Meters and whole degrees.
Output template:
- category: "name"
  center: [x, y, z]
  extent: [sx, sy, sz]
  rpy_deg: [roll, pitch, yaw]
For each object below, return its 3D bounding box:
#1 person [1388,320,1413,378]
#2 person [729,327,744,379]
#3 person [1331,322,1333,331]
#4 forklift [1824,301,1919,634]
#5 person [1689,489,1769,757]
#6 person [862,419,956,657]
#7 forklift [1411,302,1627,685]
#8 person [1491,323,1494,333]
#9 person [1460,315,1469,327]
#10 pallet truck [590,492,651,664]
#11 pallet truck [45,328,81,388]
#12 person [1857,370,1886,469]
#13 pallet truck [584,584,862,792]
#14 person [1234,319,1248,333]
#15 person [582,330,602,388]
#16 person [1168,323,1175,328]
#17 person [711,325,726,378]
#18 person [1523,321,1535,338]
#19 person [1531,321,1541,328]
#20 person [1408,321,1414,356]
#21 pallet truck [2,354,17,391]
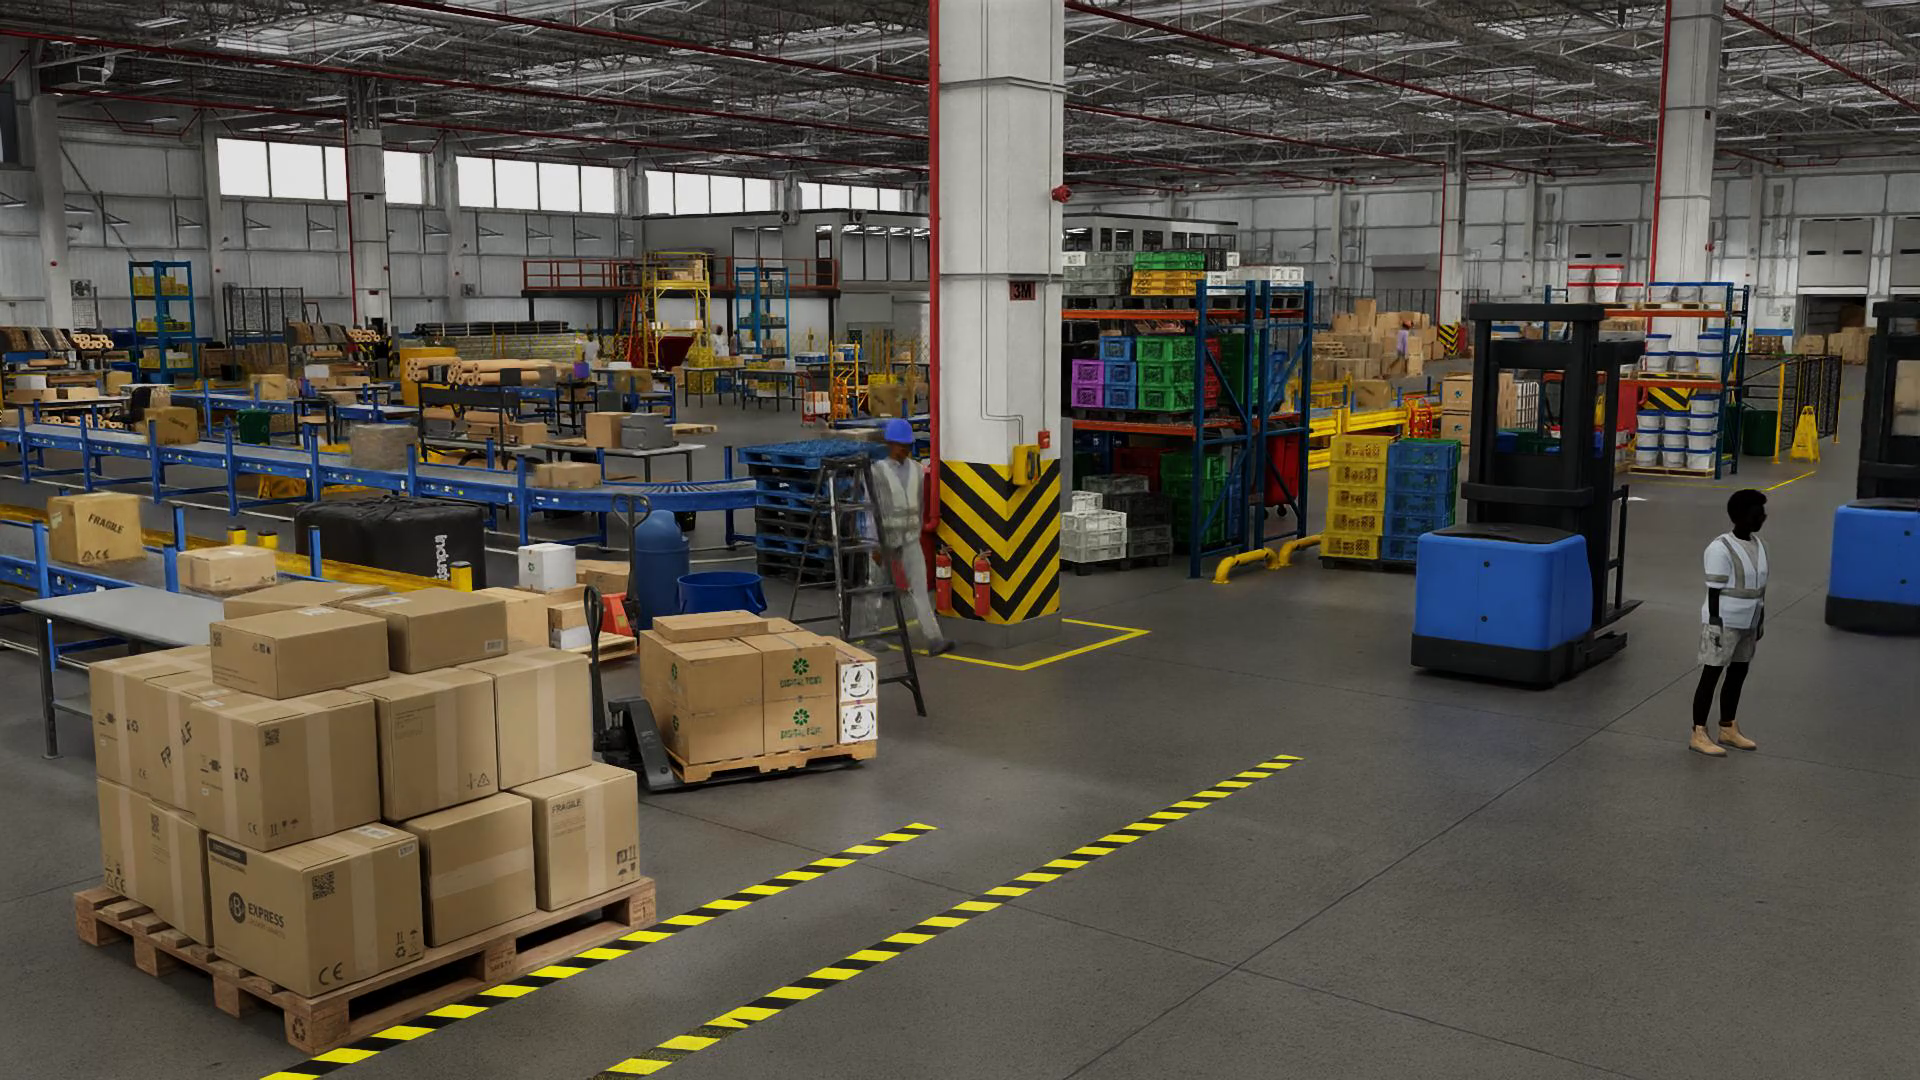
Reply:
- category: "person"
  center: [15.060, -6.535, 56.978]
  extent: [0.911, 2.003, 0.625]
  rpy_deg: [-3, 9, -17]
- category: "person"
  center: [-7.521, -6.293, 56.096]
  extent: [0.523, 1.759, 0.342]
  rpy_deg: [2, 9, 11]
- category: "person"
  center: [18.385, -10.093, 81.192]
  extent: [0.623, 1.916, 0.880]
  rpy_deg: [1, 9, 7]
- category: "forklift"
  center: [8.357, -0.672, 14.431]
  extent: [1.129, 2.768, 1.873]
  rpy_deg: [7, 11, 37]
- category: "person"
  center: [4.857, 0.514, 10.438]
  extent: [0.535, 1.694, 0.321]
  rpy_deg: [-5, 10, -29]
- category: "person"
  center: [-0.463, -0.003, 13.213]
  extent: [0.645, 1.893, 0.993]
  rpy_deg: [-6, 11, -37]
- category: "forklift"
  center: [4.379, -0.438, 12.852]
  extent: [1.129, 2.768, 1.873]
  rpy_deg: [7, 11, 37]
- category: "person"
  center: [25.322, -9.851, 80.008]
  extent: [0.664, 1.793, 0.975]
  rpy_deg: [-4, 9, -26]
- category: "person"
  center: [23.859, -9.738, 78.851]
  extent: [0.494, 1.893, 0.616]
  rpy_deg: [-6, 10, -35]
- category: "pallet truck"
  center: [-3.115, 0.344, 12.883]
  extent: [0.653, 1.274, 1.630]
  rpy_deg: [7, 11, 37]
- category: "pallet truck"
  center: [-23.775, -4.544, 43.495]
  extent: [1.885, 1.965, 0.823]
  rpy_deg: [6, 10, 35]
- category: "person"
  center: [15.171, -1.992, 27.357]
  extent: [0.721, 1.679, 0.523]
  rpy_deg: [-1, 8, -5]
- category: "pallet truck"
  center: [-1.426, 0.805, 10.019]
  extent: [1.601, 1.201, 0.680]
  rpy_deg: [-4, 9, -26]
- category: "person"
  center: [11.389, -8.003, 67.206]
  extent: [0.649, 1.889, 1.035]
  rpy_deg: [3, 9, 19]
- category: "person"
  center: [-10.719, -5.181, 48.334]
  extent: [0.523, 1.843, 0.875]
  rpy_deg: [-6, 10, -34]
- category: "person"
  center: [6.931, -6.136, 54.488]
  extent: [0.570, 1.916, 0.623]
  rpy_deg: [-2, 9, -16]
- category: "person"
  center: [-8.048, -6.204, 55.145]
  extent: [0.587, 1.866, 0.680]
  rpy_deg: [-7, 11, -39]
- category: "person"
  center: [26.159, -9.323, 76.581]
  extent: [0.530, 1.744, 0.680]
  rpy_deg: [-1, 8, -4]
- category: "person"
  center: [27.253, -9.678, 78.411]
  extent: [0.574, 1.900, 0.902]
  rpy_deg: [-5, 10, -32]
- category: "person"
  center: [17.080, -7.370, 63.028]
  extent: [0.526, 1.855, 0.533]
  rpy_deg: [4, 9, 23]
- category: "pallet truck"
  center: [-24.881, -4.417, 42.634]
  extent: [1.885, 1.965, 0.823]
  rpy_deg: [8, 11, 41]
